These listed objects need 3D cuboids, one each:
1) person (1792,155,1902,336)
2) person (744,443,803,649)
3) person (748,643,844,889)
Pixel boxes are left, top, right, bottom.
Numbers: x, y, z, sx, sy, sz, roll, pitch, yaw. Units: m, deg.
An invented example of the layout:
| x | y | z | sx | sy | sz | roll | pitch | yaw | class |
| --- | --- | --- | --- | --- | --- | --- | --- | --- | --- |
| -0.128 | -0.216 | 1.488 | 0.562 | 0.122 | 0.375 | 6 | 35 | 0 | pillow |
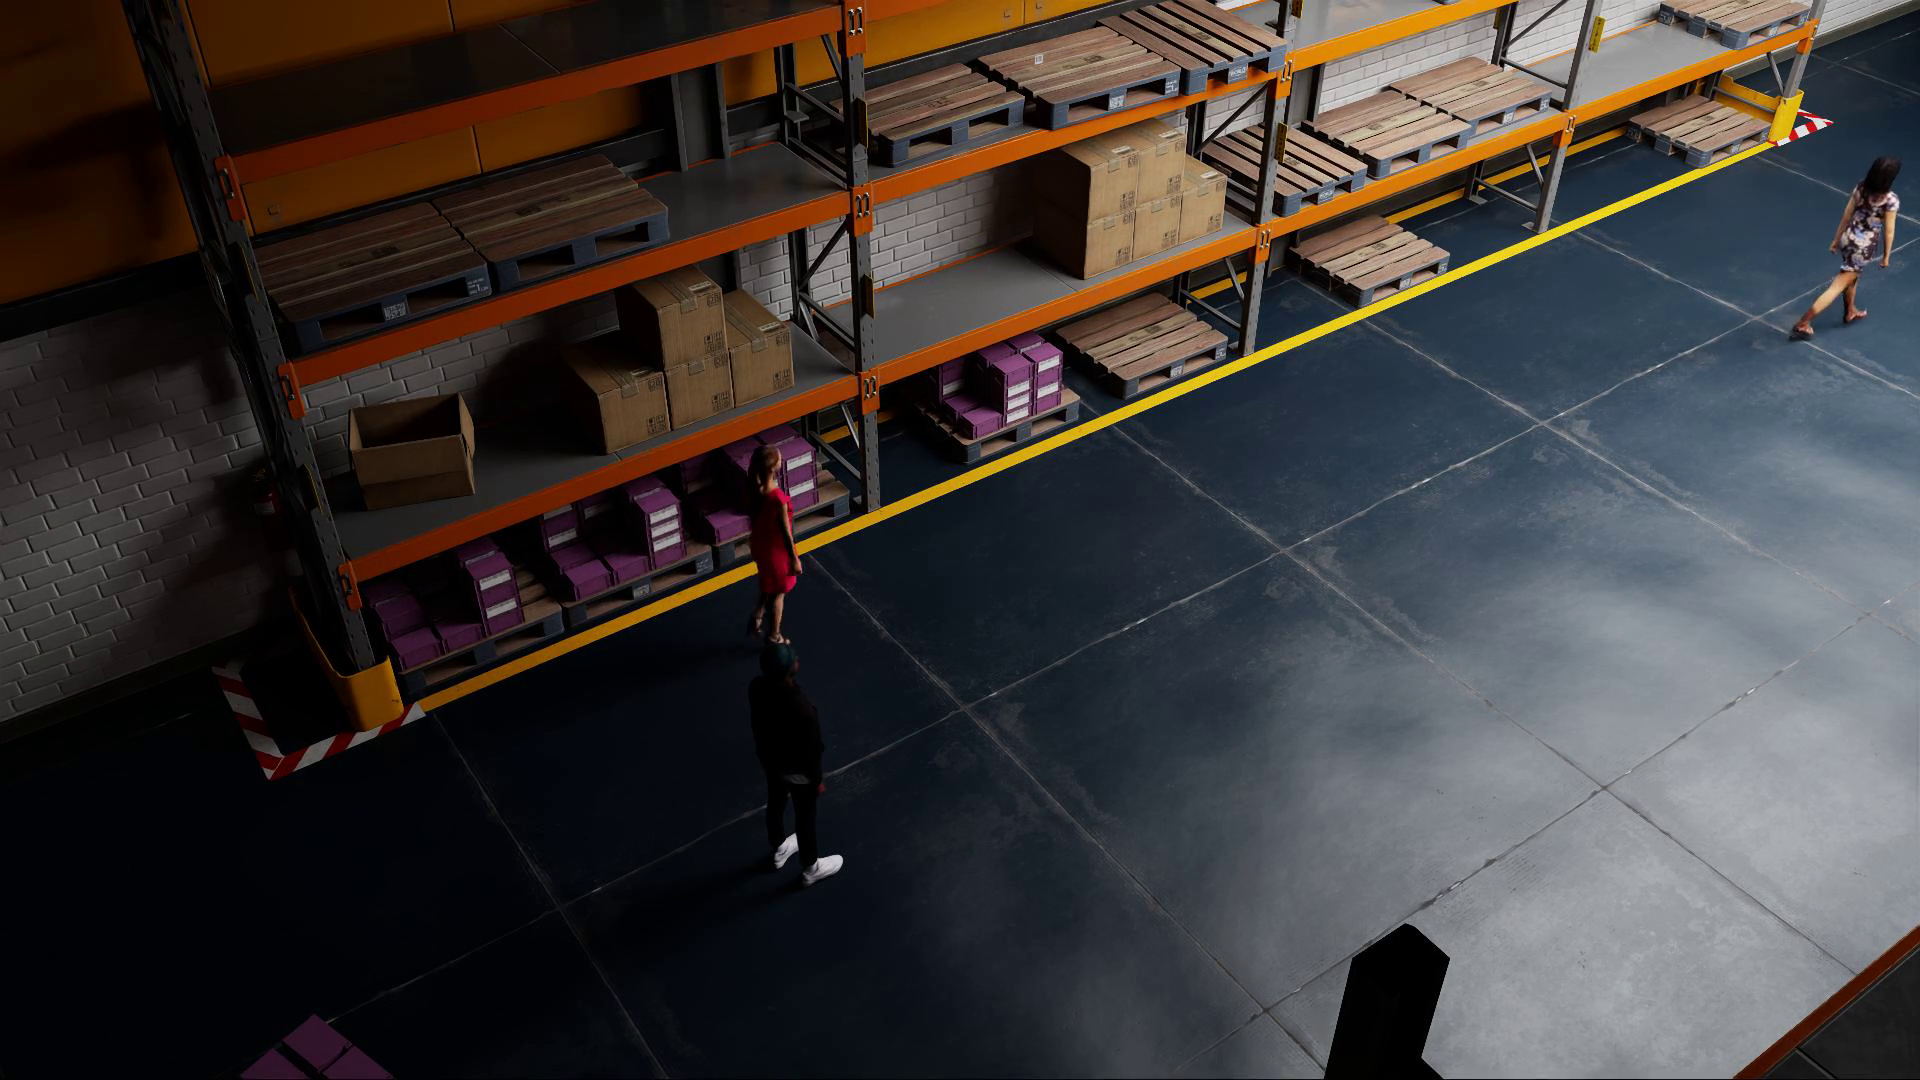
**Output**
| x | y | z | sx | sy | sz | roll | pitch | yaw | class |
| --- | --- | --- | --- | --- | --- | --- | --- | --- | --- |
| 7.873 | -2.547 | 14.708 | 1.190 | 1.690 | 0.791 | -15 | 41 | -18 | person |
| -1.361 | 0.102 | 11.368 | 0.676 | 1.719 | 0.588 | -21 | 43 | -24 | person |
| -1.012 | 1.305 | 9.783 | 0.721 | 1.817 | 0.671 | 28 | 46 | 31 | person |
